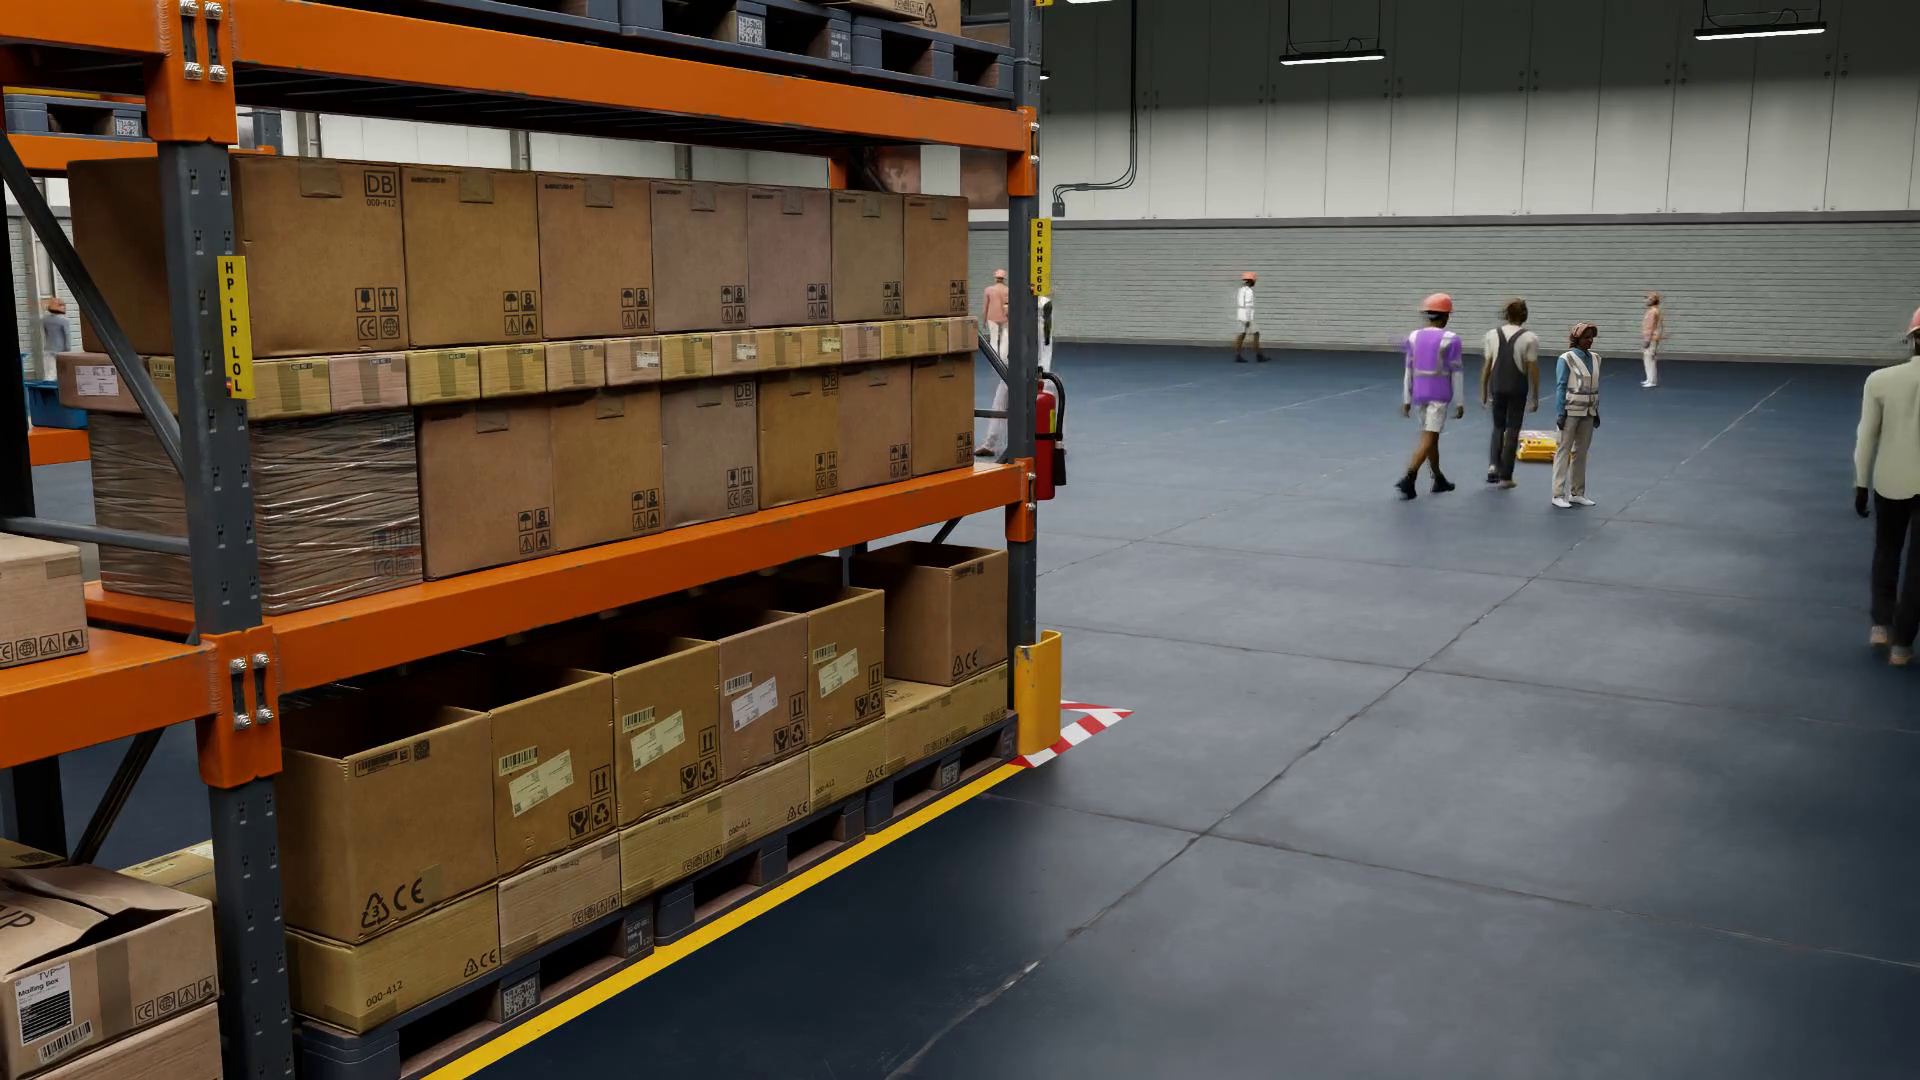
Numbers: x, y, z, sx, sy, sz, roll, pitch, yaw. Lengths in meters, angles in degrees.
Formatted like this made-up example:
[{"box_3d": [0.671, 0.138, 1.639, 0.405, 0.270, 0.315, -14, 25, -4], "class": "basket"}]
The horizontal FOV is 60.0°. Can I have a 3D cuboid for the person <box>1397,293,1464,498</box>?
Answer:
[{"box_3d": [4.365, -1.342, 15.432, 0.965, 1.900, 0.558, -9, 13, -41], "class": "person"}]

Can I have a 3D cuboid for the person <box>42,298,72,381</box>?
[{"box_3d": [-13.437, -2.819, 24.942, 0.503, 1.601, 0.795, 2, 10, 11], "class": "person"}]

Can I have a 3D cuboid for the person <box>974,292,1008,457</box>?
[{"box_3d": [0.660, -1.834, 18.478, 1.043, 1.854, 0.635, -4, 10, -22], "class": "person"}]

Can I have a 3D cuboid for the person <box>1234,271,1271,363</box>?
[{"box_3d": [6.137, -4.642, 34.737, 0.868, 1.903, 0.550, -2, 10, -13], "class": "person"}]

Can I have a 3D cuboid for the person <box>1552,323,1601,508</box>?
[{"box_3d": [5.492, -1.108, 14.797, 0.523, 1.639, 0.306, -5, 11, -29], "class": "person"}]

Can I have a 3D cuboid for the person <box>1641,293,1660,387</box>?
[{"box_3d": [11.743, -3.398, 28.315, 0.325, 1.610, 0.589, 3, 10, 18], "class": "person"}]

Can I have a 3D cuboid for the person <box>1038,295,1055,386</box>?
[{"box_3d": [1.303, -3.506, 28.349, 0.722, 1.823, 0.621, -8, 13, -39], "class": "person"}]

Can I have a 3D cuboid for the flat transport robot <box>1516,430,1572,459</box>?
[{"box_3d": [6.482, -1.081, 18.641, 0.652, 0.197, 1.431, 1, 10, 7], "class": "flat transport robot"}]

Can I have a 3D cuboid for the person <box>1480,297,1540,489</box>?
[{"box_3d": [5.291, -1.406, 15.971, 0.547, 1.831, 0.411, 8, 12, 38], "class": "person"}]

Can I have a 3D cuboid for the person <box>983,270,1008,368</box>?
[{"box_3d": [0.772, -4.421, 33.321, 0.619, 1.945, 0.987, 0, 10, -1], "class": "person"}]

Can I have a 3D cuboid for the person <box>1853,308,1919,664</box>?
[{"box_3d": [5.309, -0.318, 9.184, 0.635, 1.970, 0.633, 7, 12, 36], "class": "person"}]
